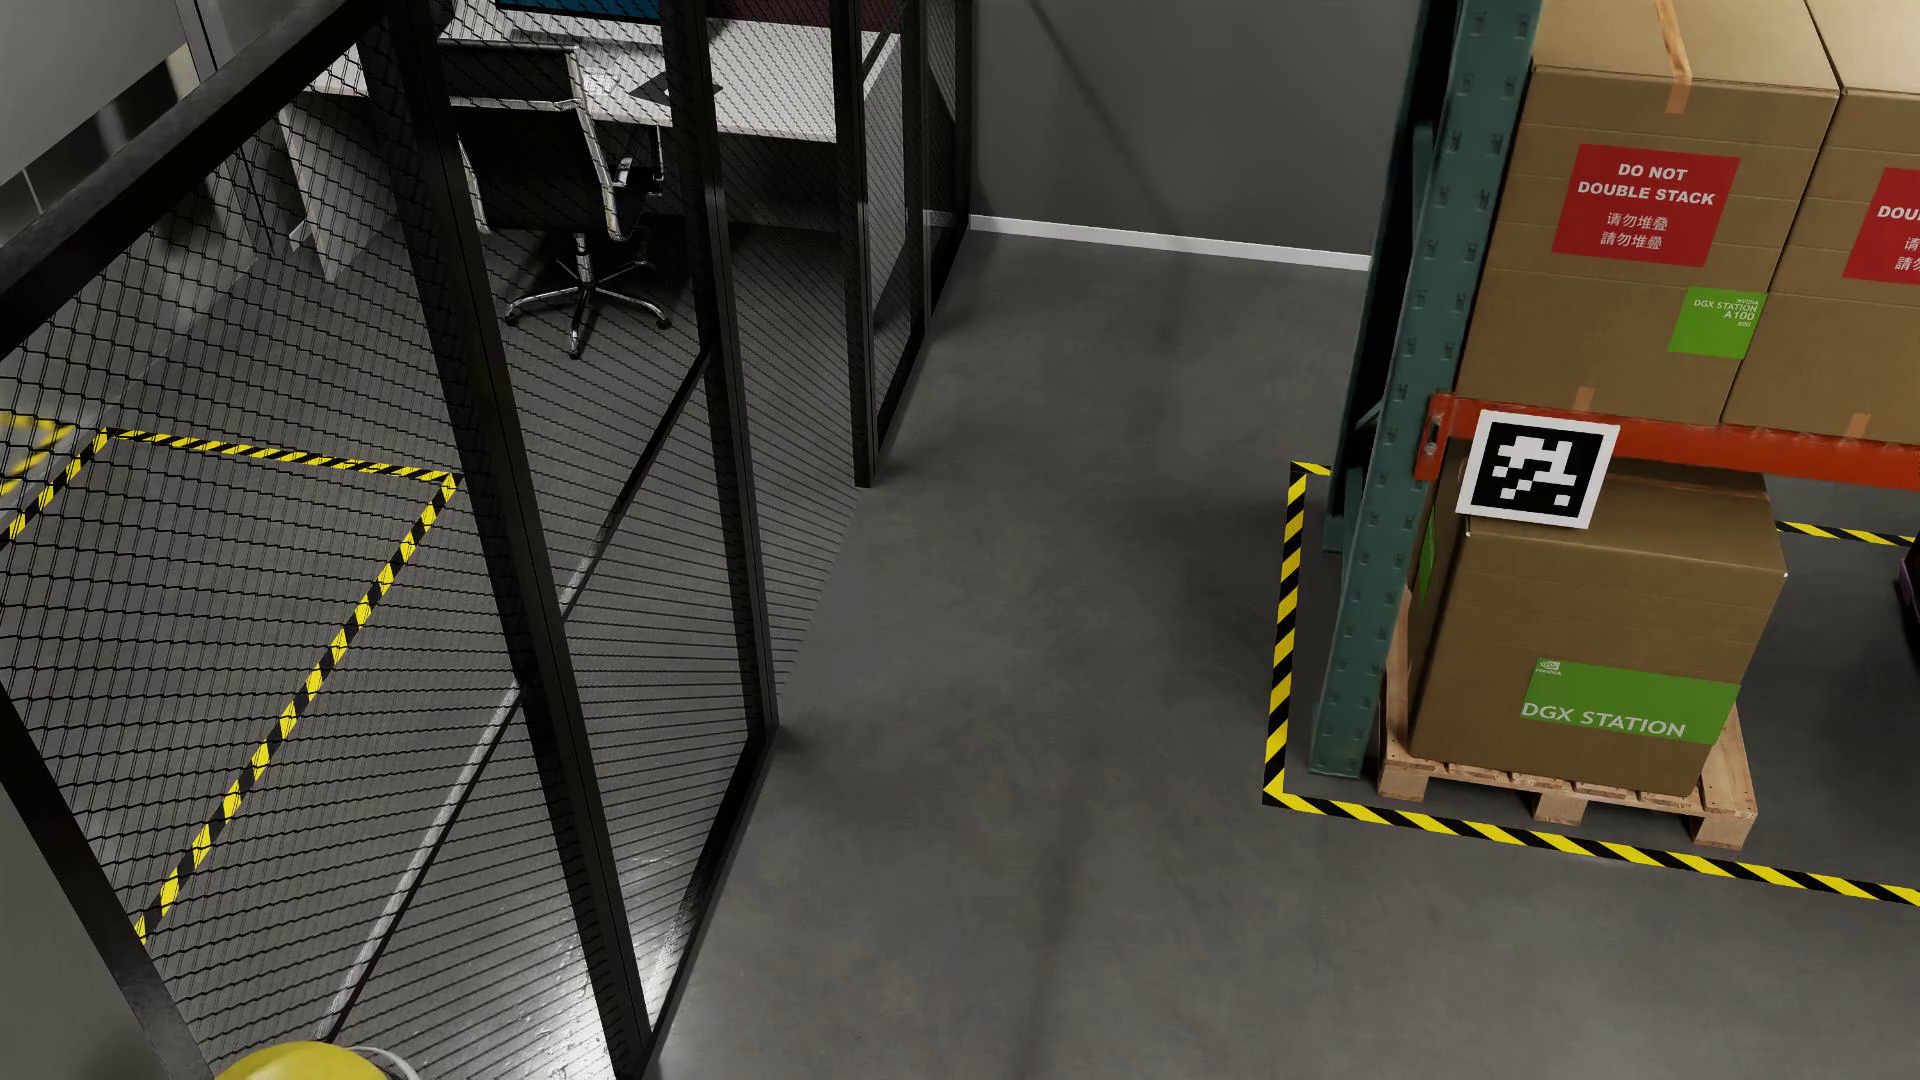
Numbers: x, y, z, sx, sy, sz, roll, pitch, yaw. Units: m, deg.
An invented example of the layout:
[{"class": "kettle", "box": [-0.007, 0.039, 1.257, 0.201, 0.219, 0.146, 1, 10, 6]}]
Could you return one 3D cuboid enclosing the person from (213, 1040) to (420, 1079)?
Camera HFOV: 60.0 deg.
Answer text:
[{"class": "person", "box": [-0.676, 1.220, 2.173, 0.590, 1.833, 0.404, 12, 42, 14]}]
